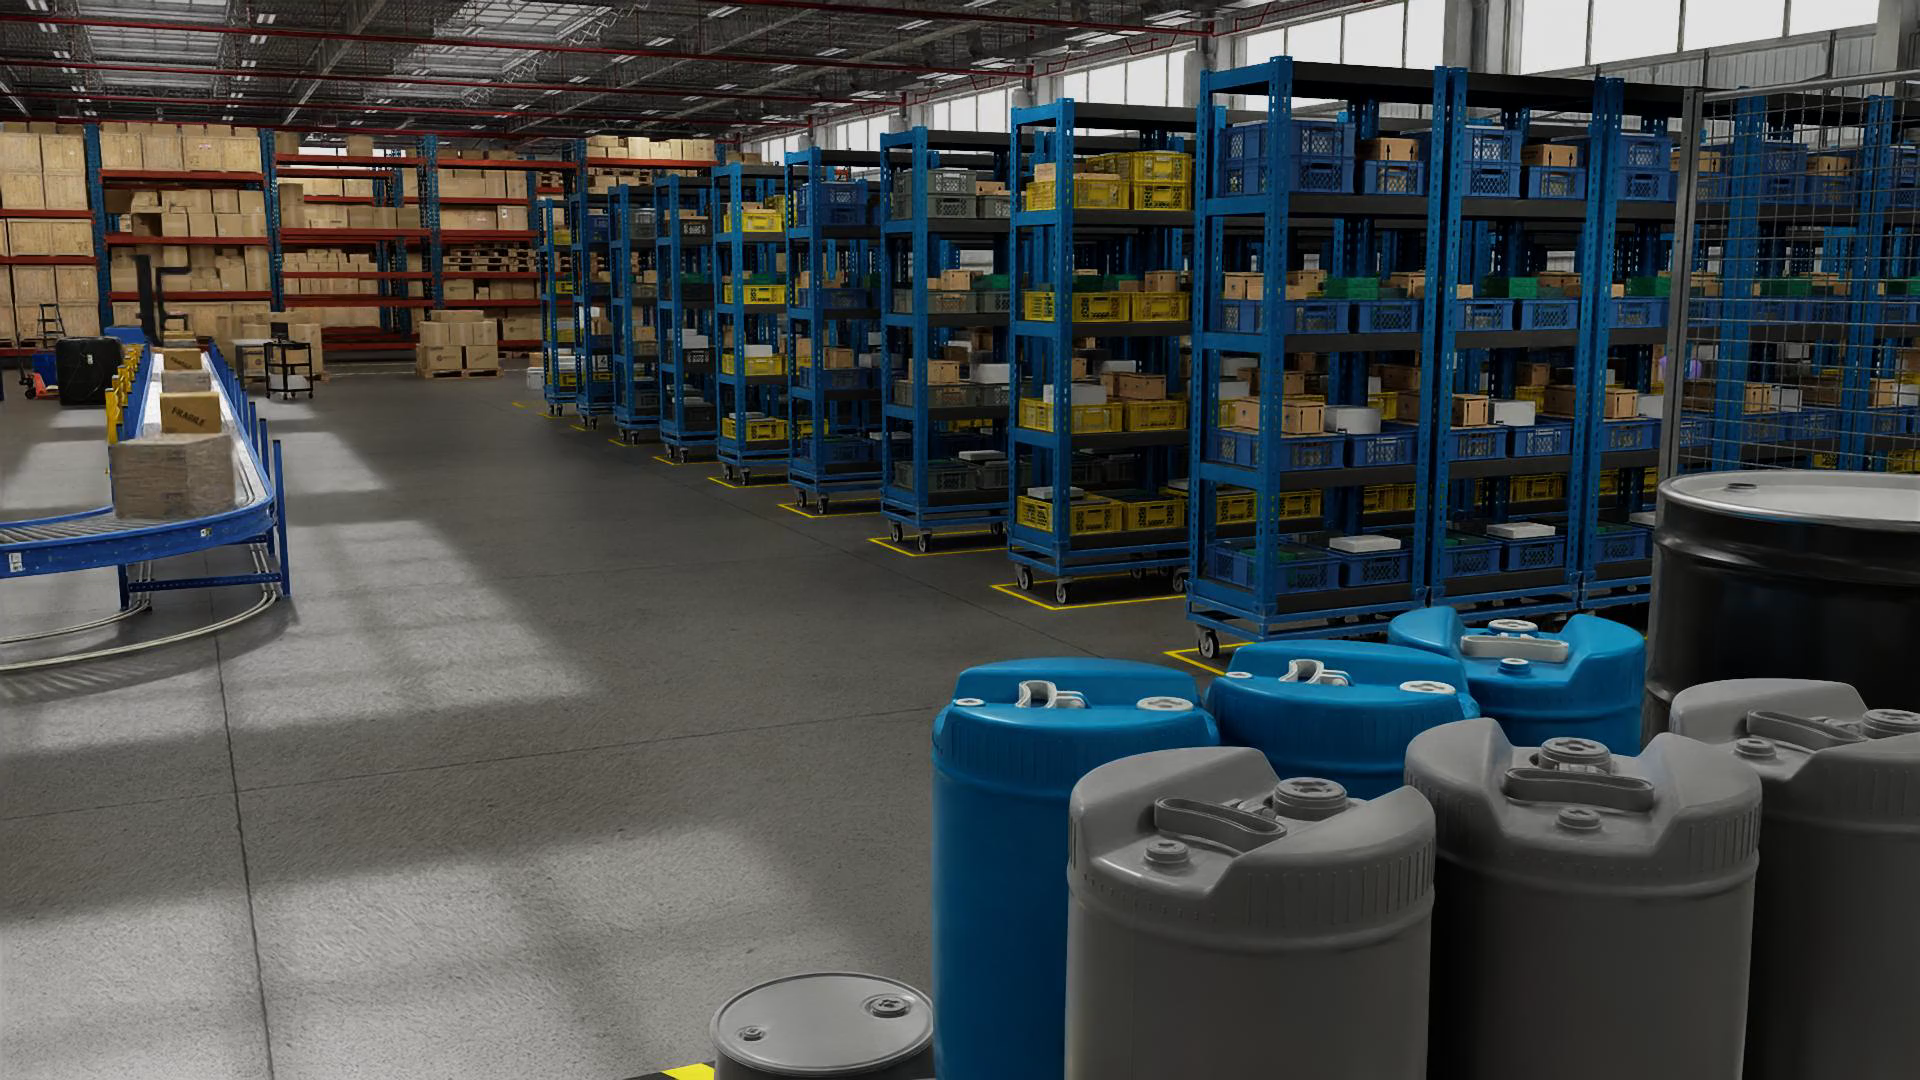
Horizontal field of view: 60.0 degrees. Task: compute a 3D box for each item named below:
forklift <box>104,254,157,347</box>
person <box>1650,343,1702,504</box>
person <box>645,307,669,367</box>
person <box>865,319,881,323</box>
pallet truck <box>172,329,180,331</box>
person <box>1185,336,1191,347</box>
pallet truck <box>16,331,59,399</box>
[{"bbox_3d":[-19.596,-5.472,40.034,1.873,2.768,1.129,-4,10,-25],"label":"forklift"},{"bbox_3d":[7.227,-1.216,16.829,0.570,1.843,0.373,-4,10,-23],"label":"person"},{"bbox_3d":[-6.816,-4.598,37.455,0.601,1.965,0.953,-6,11,-32],"label":"person"},{"bbox_3d":[-1.984,-4.367,36.141,0.616,1.923,0.752,4,10,25],"label":"person"},{"bbox_3d":[-17.275,-3.851,35.096,1.601,1.201,0.680,0,9,1],"label":"pallet truck"},{"bbox_3d":[3.446,-2.445,24.530,0.613,1.818,0.468,-5,11,-29],"label":"person"},{"bbox_3d":[-17.082,-3.353,31.781,1.630,1.274,0.653,-4,10,-25],"label":"pallet truck"}]
